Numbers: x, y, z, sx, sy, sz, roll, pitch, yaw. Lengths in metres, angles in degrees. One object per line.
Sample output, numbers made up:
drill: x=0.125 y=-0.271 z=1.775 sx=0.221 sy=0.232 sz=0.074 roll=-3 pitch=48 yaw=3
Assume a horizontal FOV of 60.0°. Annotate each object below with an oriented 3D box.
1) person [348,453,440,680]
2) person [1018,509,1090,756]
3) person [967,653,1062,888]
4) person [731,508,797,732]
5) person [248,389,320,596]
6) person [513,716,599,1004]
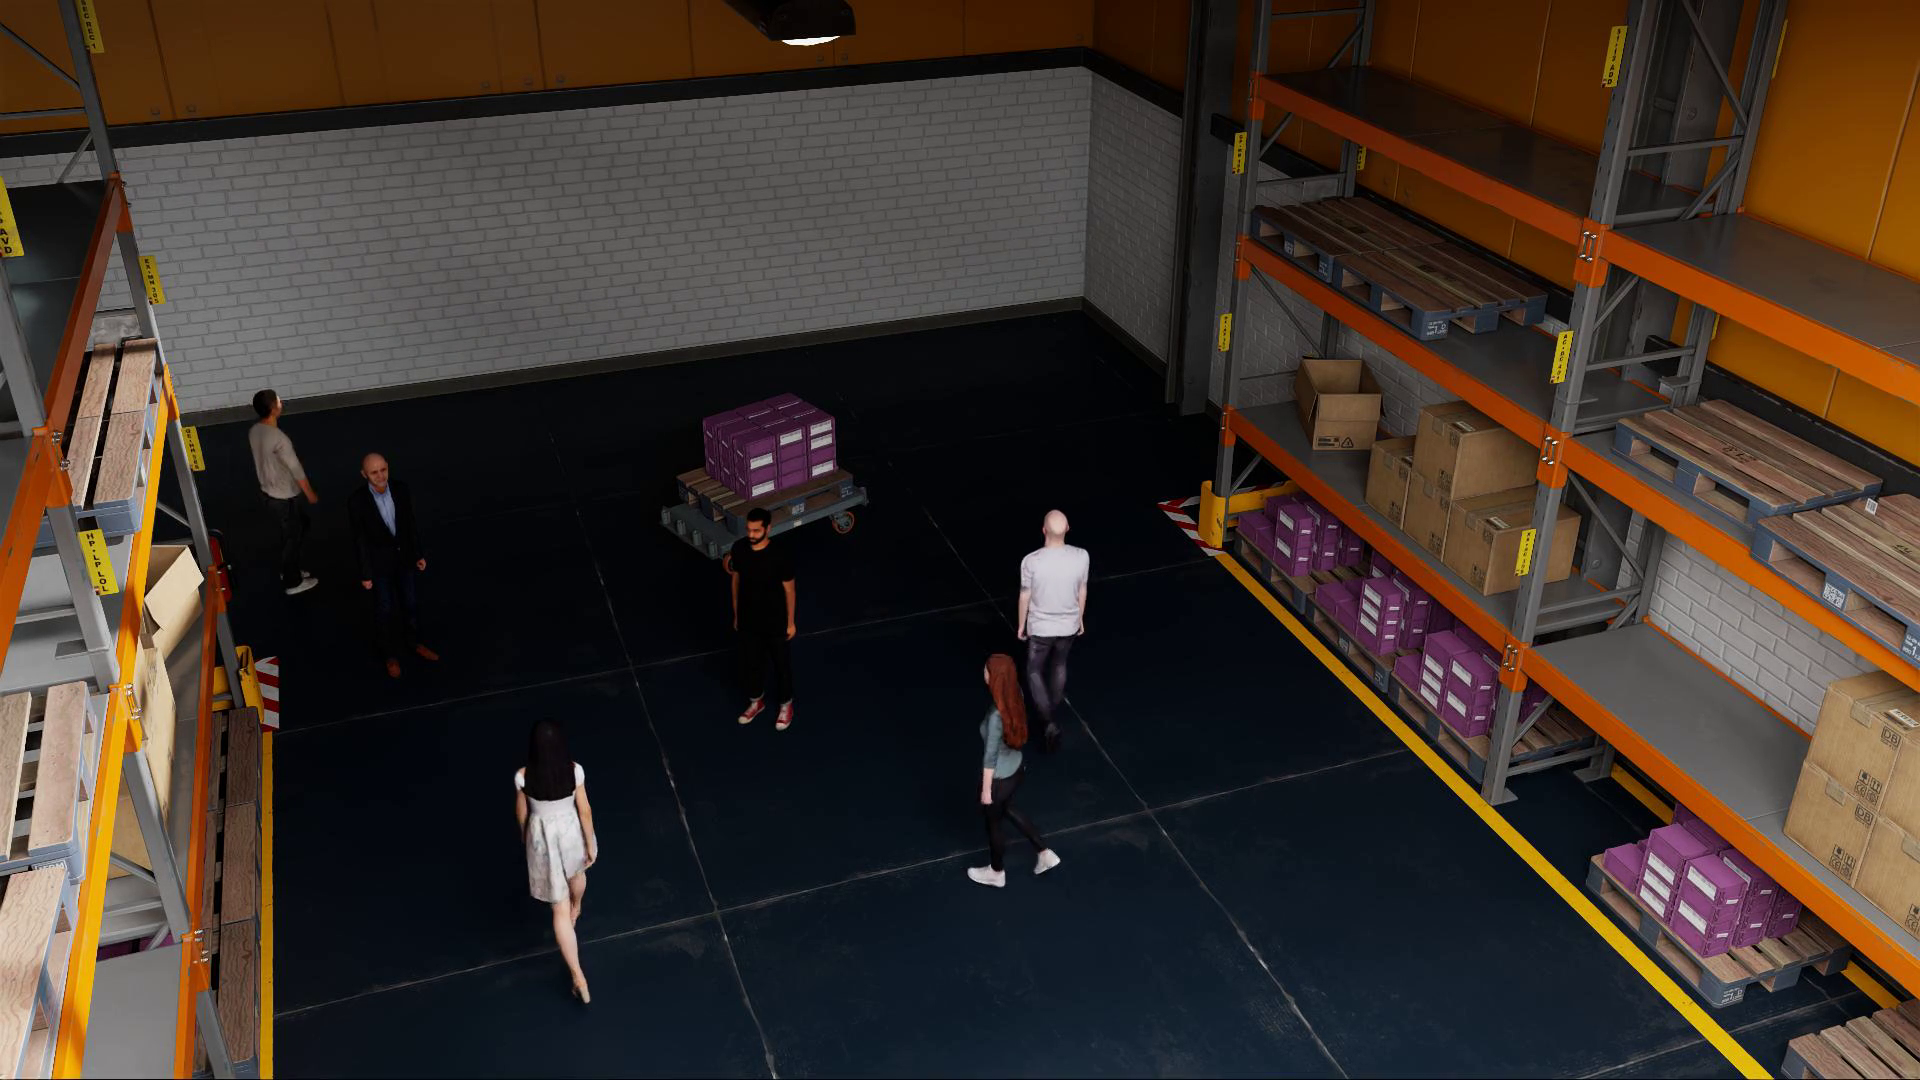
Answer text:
person: x=-4.317 y=0.150 z=12.597 sx=0.759 sy=1.800 sz=0.736 roll=-25 pitch=37 yaw=-38
person: x=0.663 y=0.649 z=11.670 sx=0.730 sy=1.812 sz=1.063 roll=-7 pitch=29 yaw=-12
person: x=0.337 y=1.474 z=10.241 sx=0.926 sy=1.732 sz=0.874 roll=11 pitch=31 yaw=20
person: x=-1.399 y=0.545 z=11.918 sx=0.708 sy=1.756 sz=0.730 roll=8 pitch=30 yaw=14
person: x=-5.578 y=-0.342 z=13.498 sx=0.702 sy=1.801 sz=0.803 roll=23 pitch=36 yaw=35
person: x=-2.304 y=1.854 z=9.557 sx=0.587 sy=1.720 sz=1.148 roll=-10 pitch=30 yaw=-17
